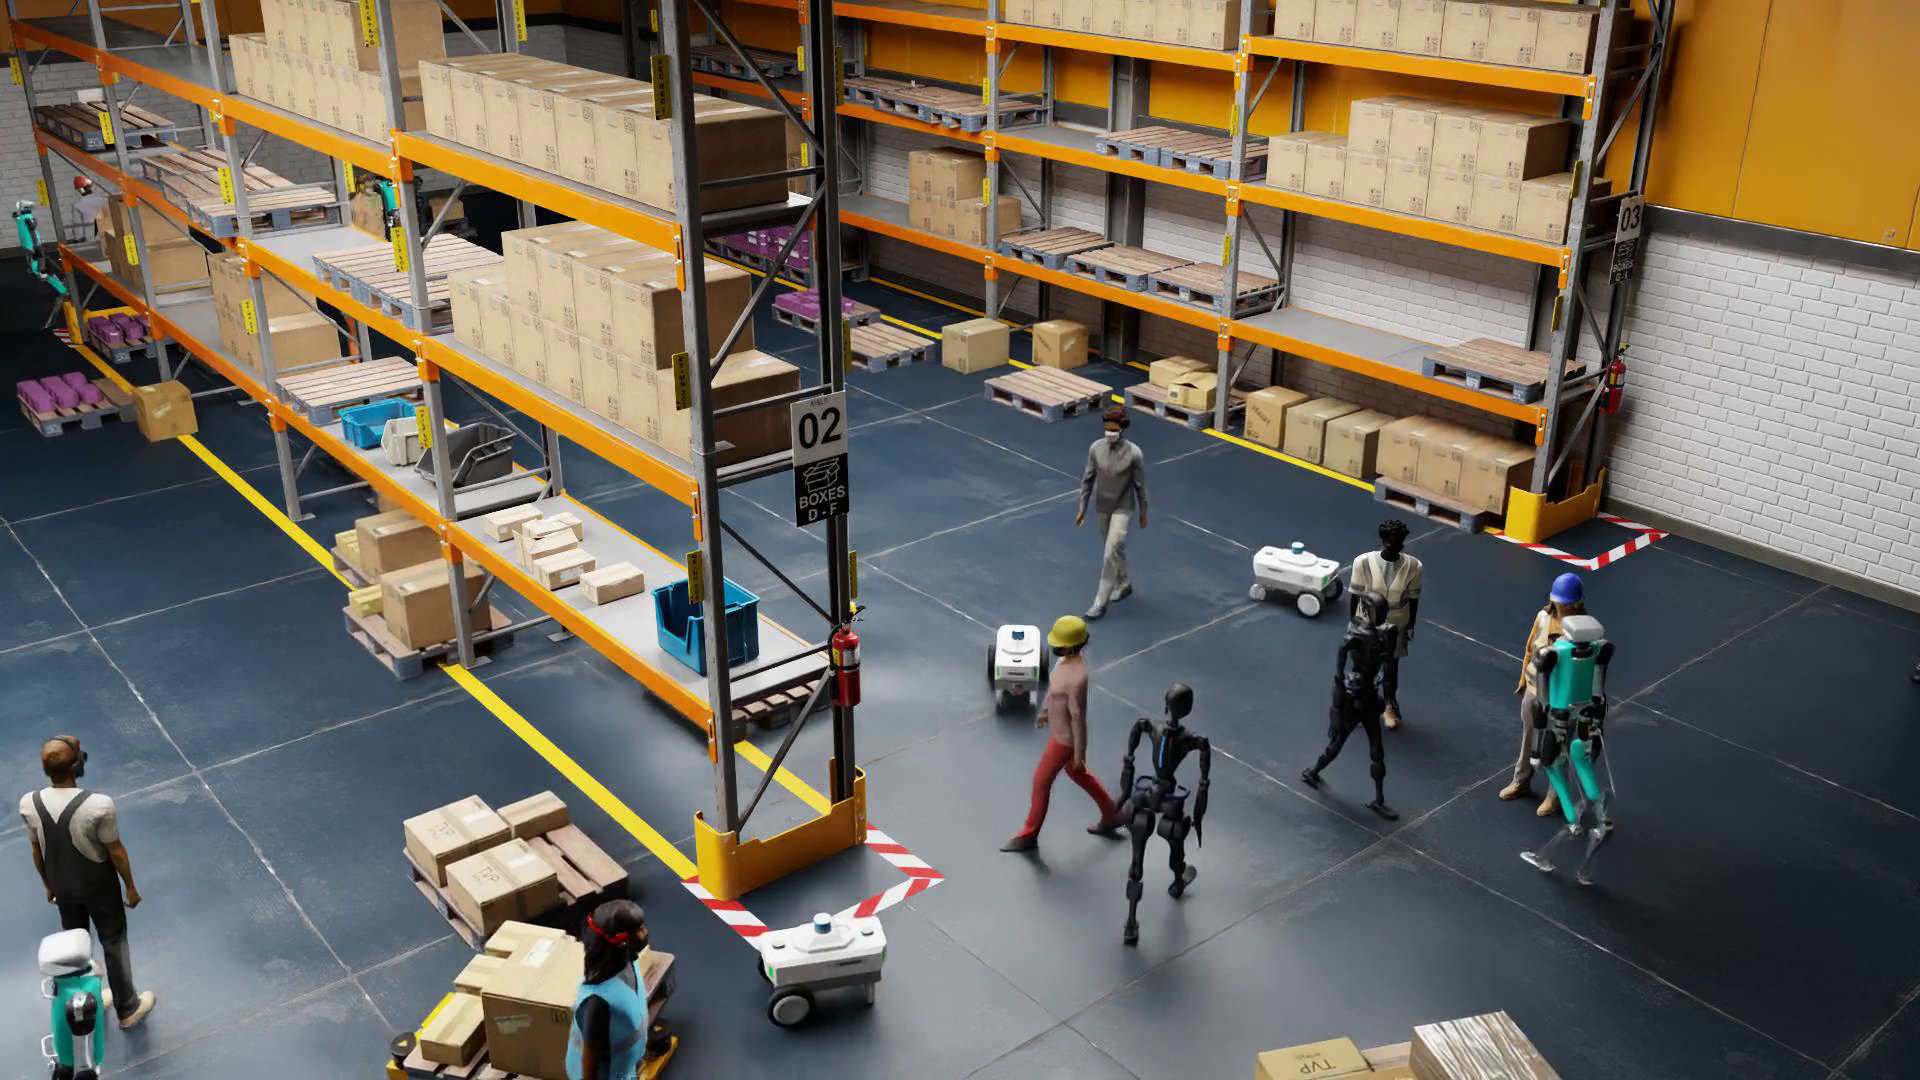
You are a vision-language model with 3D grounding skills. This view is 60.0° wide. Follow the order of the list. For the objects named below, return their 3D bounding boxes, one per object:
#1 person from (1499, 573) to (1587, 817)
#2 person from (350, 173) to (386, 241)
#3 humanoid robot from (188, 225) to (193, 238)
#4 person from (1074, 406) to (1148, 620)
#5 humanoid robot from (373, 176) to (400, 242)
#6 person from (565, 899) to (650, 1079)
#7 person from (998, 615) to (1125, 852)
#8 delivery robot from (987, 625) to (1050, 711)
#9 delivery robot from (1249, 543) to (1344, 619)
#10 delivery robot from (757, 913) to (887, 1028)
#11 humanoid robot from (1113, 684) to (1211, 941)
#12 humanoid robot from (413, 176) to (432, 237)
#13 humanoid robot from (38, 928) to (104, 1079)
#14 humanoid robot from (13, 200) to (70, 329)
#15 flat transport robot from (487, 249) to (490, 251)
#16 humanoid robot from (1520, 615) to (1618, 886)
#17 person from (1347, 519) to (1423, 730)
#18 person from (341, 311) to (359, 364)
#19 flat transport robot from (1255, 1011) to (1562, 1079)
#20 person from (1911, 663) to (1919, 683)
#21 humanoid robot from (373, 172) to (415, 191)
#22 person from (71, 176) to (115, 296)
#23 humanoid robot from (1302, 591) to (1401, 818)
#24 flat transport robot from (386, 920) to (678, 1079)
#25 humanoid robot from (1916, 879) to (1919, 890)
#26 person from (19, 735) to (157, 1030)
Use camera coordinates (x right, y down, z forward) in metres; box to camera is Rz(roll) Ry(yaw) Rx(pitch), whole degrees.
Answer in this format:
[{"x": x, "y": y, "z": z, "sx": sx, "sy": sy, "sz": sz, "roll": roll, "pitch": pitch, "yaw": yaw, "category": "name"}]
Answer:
[{"x": 4.024, "y": 1.042, "z": 11.325, "sx": 0.311, "sy": 1.777, "sz": 0.481, "roll": -19, "pitch": 30, "yaw": -37, "category": "person"}, {"x": -8.409, "y": -4.337, "z": 23.731, "sx": 0.969, "sy": 1.825, "sz": 0.592, "roll": 13, "pitch": 27, "yaw": 28, "category": "person"}, {"x": -11.714, "y": -4.705, "z": 24.765, "sx": 0.611, "sy": 1.651, "sz": 0.353, "roll": 11, "pitch": 26, "yaw": 23, "category": "humanoid robot"}, {"x": 1.292, "y": -0.258, "z": 14.241, "sx": 0.543, "sy": 1.861, "sz": 0.816, "roll": 16, "pitch": 28, "yaw": 33, "category": "person"}, {"x": -8.062, "y": -4.440, "z": 23.983, "sx": 0.530, "sy": 1.710, "sz": 0.732, "roll": -11, "pitch": 26, "yaw": -25, "category": "humanoid robot"}, {"x": -1.641, "y": 2.505, "z": 7.870, "sx": 0.452, "sy": 1.841, "sz": 0.564, "roll": 1, "pitch": 23, "yaw": 3, "category": "person"}, {"x": 0.711, "y": 1.248, "z": 10.916, "sx": 0.844, "sy": 1.719, "sz": 0.517, "roll": 1, "pitch": 23, "yaw": 1, "category": "person"}, {"x": 0.455, "y": 0.957, "z": 13.072, "sx": 0.499, "sy": 0.599, "sz": 0.784, "roll": 1, "pitch": 23, "yaw": 3, "category": "delivery robot"}, {"x": 2.931, "y": 0.311, "z": 14.552, "sx": 0.765, "sy": 0.586, "sz": 0.499, "roll": 14, "pitch": 27, "yaw": 30, "category": "delivery robot"}, {"x": -0.806, "y": 2.432, "z": 9.638, "sx": 0.749, "sy": 0.585, "sz": 0.518, "roll": -6, "pitch": 24, "yaw": -13, "category": "delivery robot"}, {"x": 1.231, "y": 1.606, "z": 10.206, "sx": 0.612, "sy": 1.617, "sz": 0.786, "roll": 11, "pitch": 26, "yaw": 24, "category": "humanoid robot"}, {"x": -7.856, "y": -4.456, "z": 24.173, "sx": 0.372, "sy": 1.651, "sz": 0.609, "roll": -10, "pitch": 25, "yaw": -22, "category": "humanoid robot"}, {"x": -4.228, "y": 2.654, "z": 7.679, "sx": 0.892, "sy": 1.771, "sz": 0.533, "roll": -13, "pitch": 27, "yaw": -28, "category": "humanoid robot"}, {"x": -12.219, "y": -3.723, "z": 22.510, "sx": 0.566, "sy": 1.834, "sz": 0.809, "roll": 19, "pitch": 30, "yaw": 37, "category": "humanoid robot"}, {"x": -6.835, "y": -3.063, "z": 22.736, "sx": 1.431, "sy": 0.231, "sz": 0.659, "roll": 4, "pitch": 24, "yaw": 10, "category": "flat transport robot"}, {"x": 3.963, "y": 1.411, "z": 10.538, "sx": 0.538, "sy": 1.793, "sz": 0.794, "roll": -8, "pitch": 24, "yaw": -17, "category": "humanoid robot"}, {"x": 3.149, "y": 0.619, "z": 12.416, "sx": 0.531, "sy": 1.694, "sz": 0.320, "roll": 3, "pitch": 24, "yaw": 6, "category": "person"}, {"x": -7.341, "y": -2.770, "z": 20.167, "sx": 0.322, "sy": 1.768, "sz": 0.495, "roll": -8, "pitch": 25, "yaw": -19, "category": "person"}, {"x": 2.144, "y": 3.193, "z": 8.250, "sx": 0.659, "sy": 0.231, "sz": 1.431, "roll": -6, "pitch": 24, "yaw": -13, "category": "flat transport robot"}, {"x": 7.811, "y": 0.262, "z": 12.957, "sx": 0.547, "sy": 1.924, "sz": 0.387, "roll": 14, "pitch": 27, "yaw": 29, "category": "person"}, {"x": -9.612, "y": -6.203, "z": 28.179, "sx": 1.026, "sy": 1.736, "sz": 0.538, "roll": 8, "pitch": 25, "yaw": 18, "category": "humanoid robot"}, {"x": -12.484, "y": -4.382, "z": 23.956, "sx": 0.608, "sy": 1.716, "sz": 0.563, "roll": 13, "pitch": 27, "yaw": 27, "category": "person"}, {"x": 2.745, "y": 1.085, "z": 11.415, "sx": 0.599, "sy": 1.636, "sz": 0.764, "roll": -14, "pitch": 27, "yaw": -29, "category": "humanoid robot"}, {"x": -2.346, "y": 2.807, "z": 9.142, "sx": 1.431, "sy": 0.231, "sz": 0.659, "roll": 6, "pitch": 24, "yaw": 14, "category": "flat transport robot"}, {"x": 5.766, "y": 1.954, "z": 9.347, "sx": 0.600, "sy": 1.649, "sz": 0.470, "roll": 8, "pitch": 25, "yaw": 18, "category": "humanoid robot"}, {"x": -4.839, "y": 1.916, "z": 9.237, "sx": 0.509, "sy": 1.836, "sz": 0.358, "roll": 0, "pitch": 23, "yaw": 0, "category": "person"}]
